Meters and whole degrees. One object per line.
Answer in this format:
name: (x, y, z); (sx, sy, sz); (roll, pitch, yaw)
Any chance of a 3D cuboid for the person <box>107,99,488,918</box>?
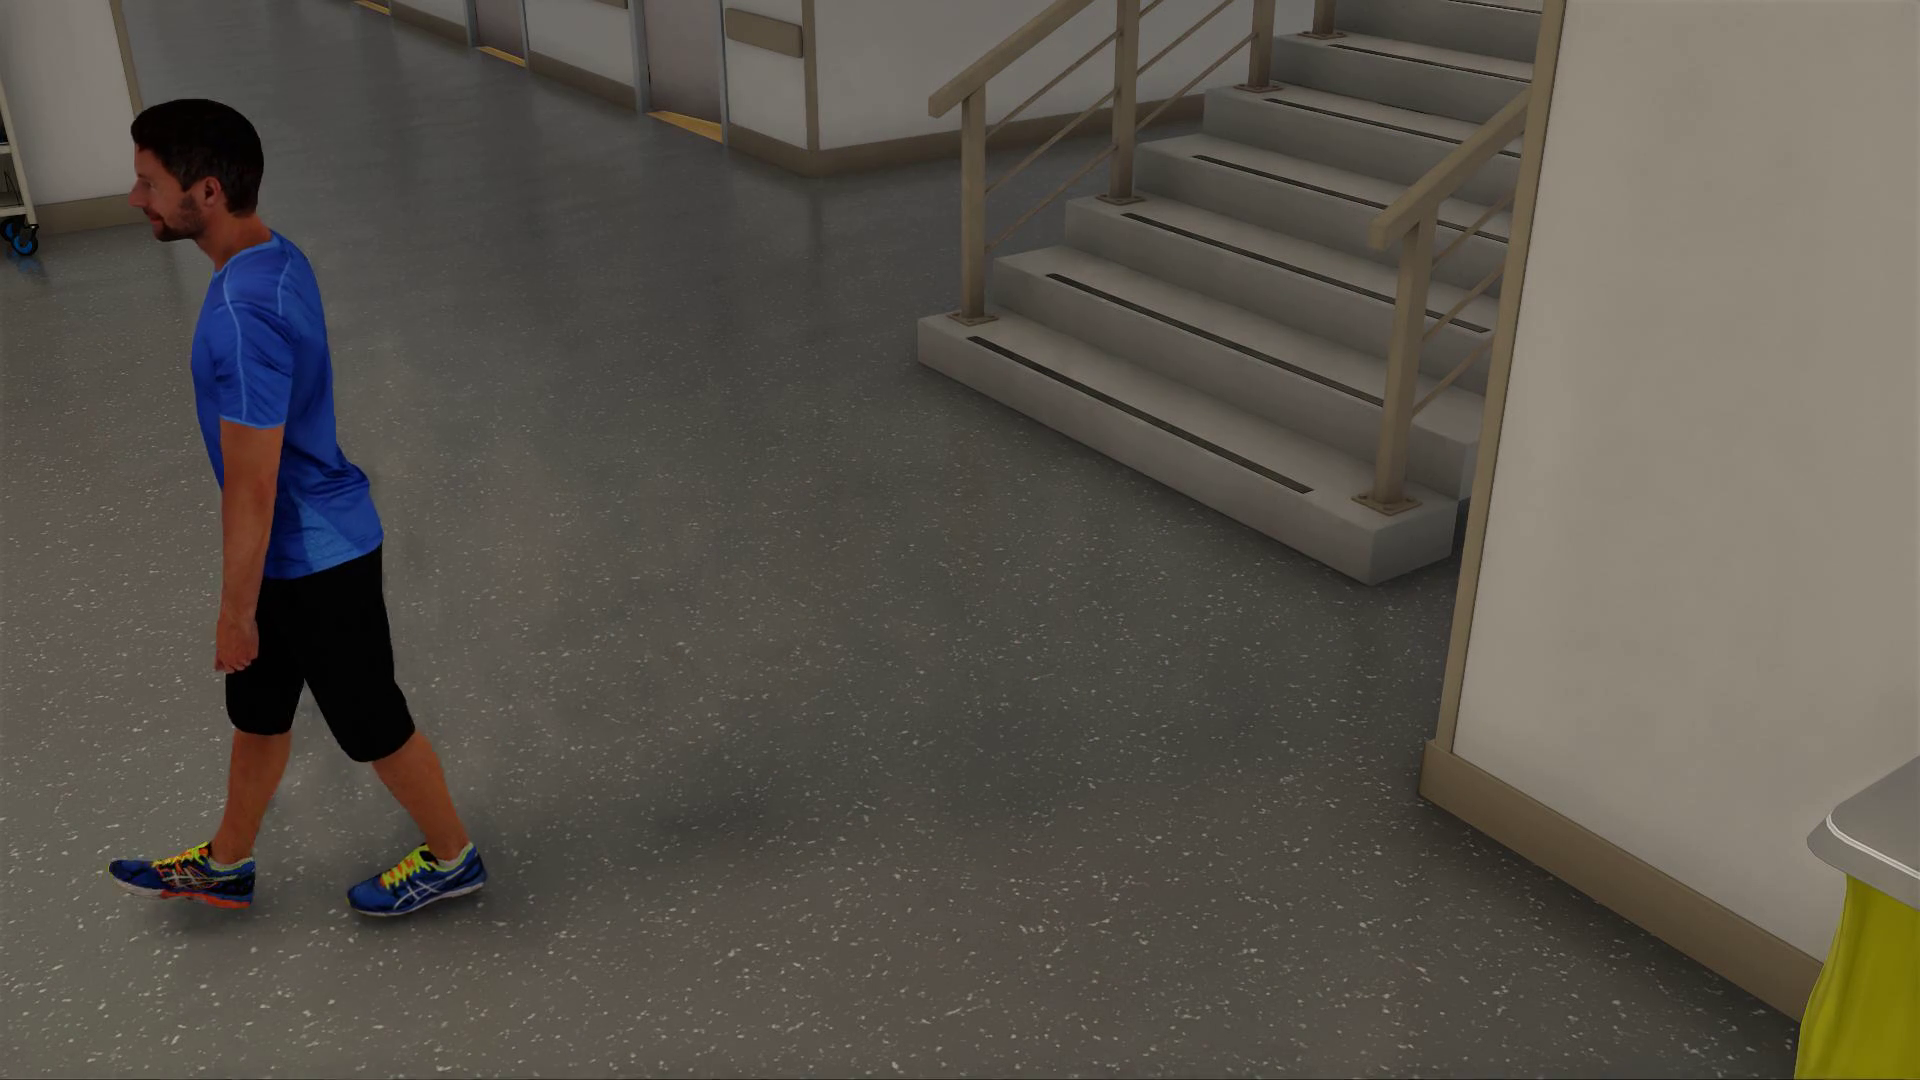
person: (-1.286, 0.020, 3.486); (1.082, 1.838, 0.786); (-9, 27, -19)
